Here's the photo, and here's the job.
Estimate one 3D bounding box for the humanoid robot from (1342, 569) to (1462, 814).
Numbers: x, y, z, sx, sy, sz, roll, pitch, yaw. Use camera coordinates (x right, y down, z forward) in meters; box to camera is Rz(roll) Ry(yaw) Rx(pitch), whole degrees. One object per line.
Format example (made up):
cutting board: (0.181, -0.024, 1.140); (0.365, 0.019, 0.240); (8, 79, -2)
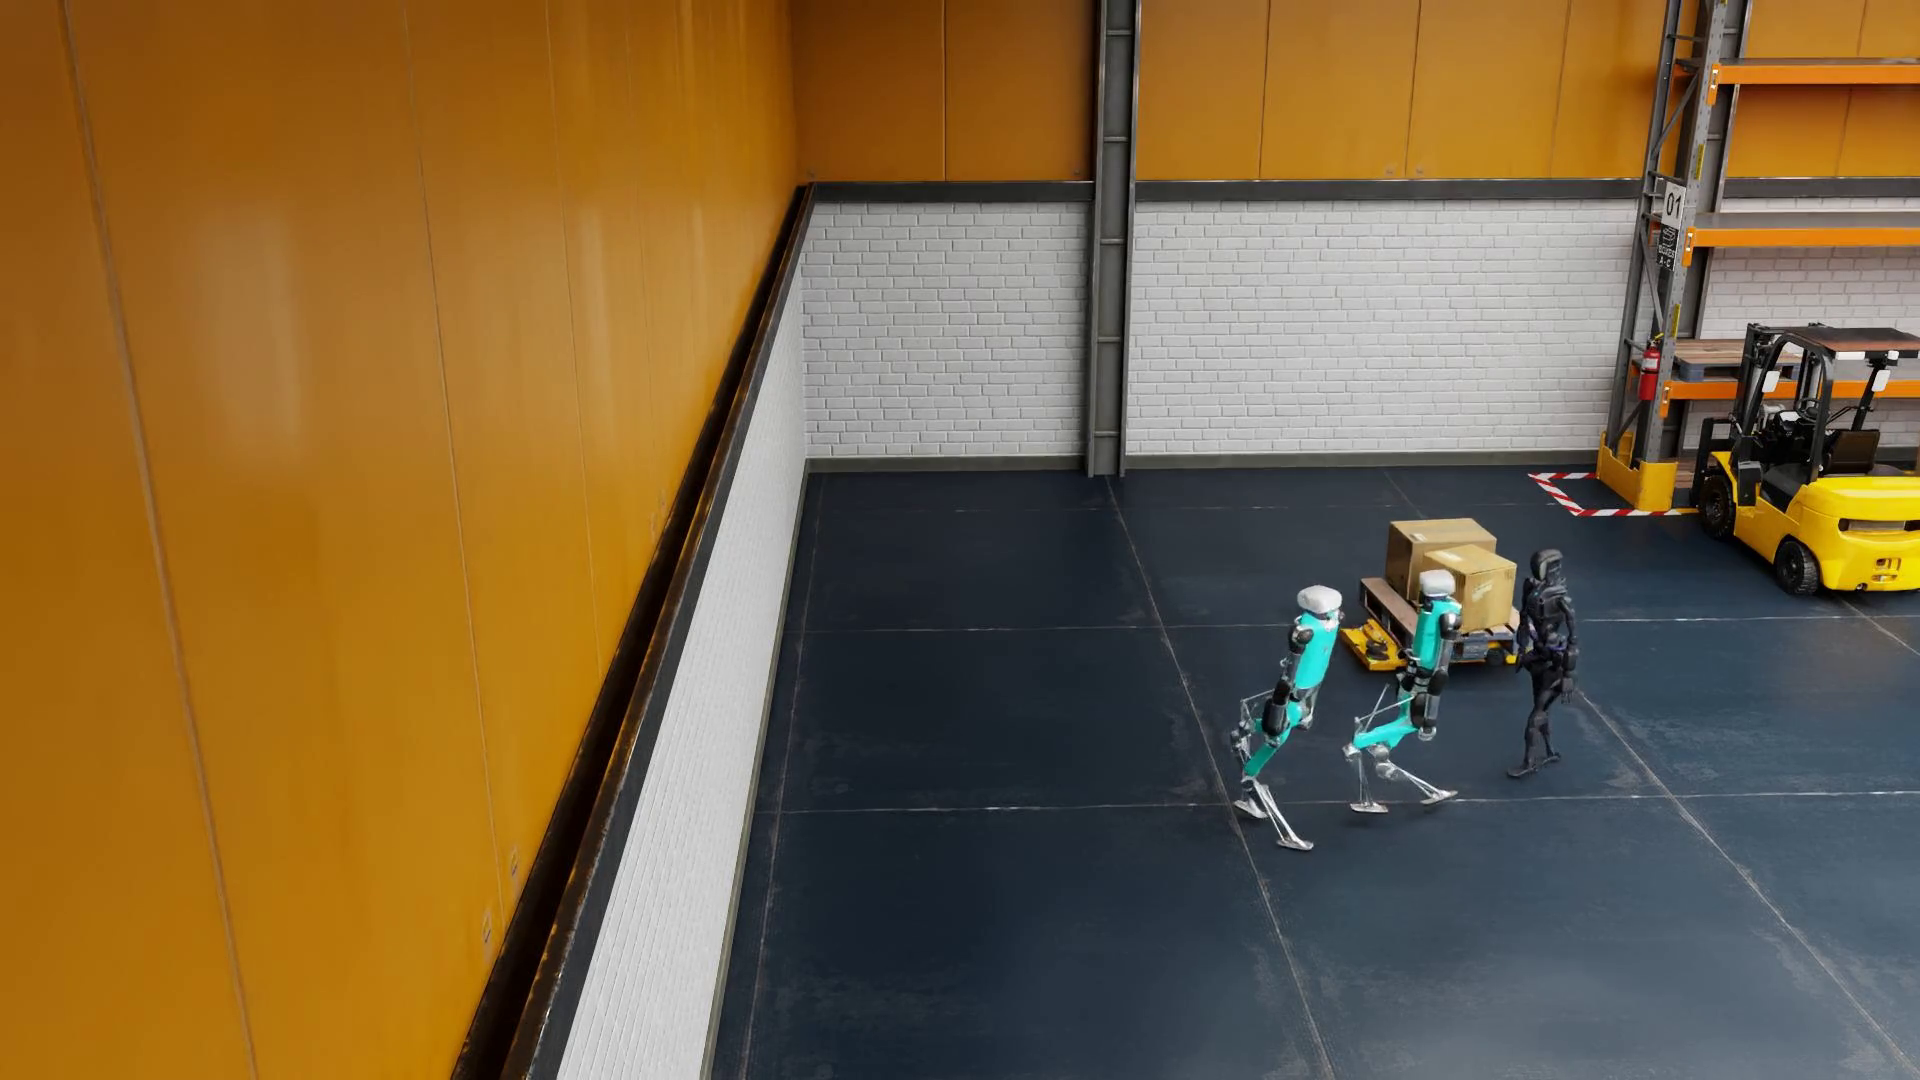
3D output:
humanoid robot: (2.795, 1.036, 10.612); (0.972, 1.744, 0.550); (-1, 20, -2)

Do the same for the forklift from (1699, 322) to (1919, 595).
forklift: (7.809, -0.792, 14.926); (1.214, 2.155, 2.313); (-1, 20, -2)

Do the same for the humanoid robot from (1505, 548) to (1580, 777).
humanoid robot: (3.988, 0.822, 11.302); (0.523, 1.632, 0.608); (-7, 21, -18)

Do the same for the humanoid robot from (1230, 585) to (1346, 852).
humanoid robot: (1.961, 1.073, 10.556); (0.875, 1.773, 0.543); (16, 26, 38)

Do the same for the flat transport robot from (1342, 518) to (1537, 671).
flat transport robot: (3.871, 0.803, 13.376); (1.431, 0.231, 0.659); (-3, 20, -7)
